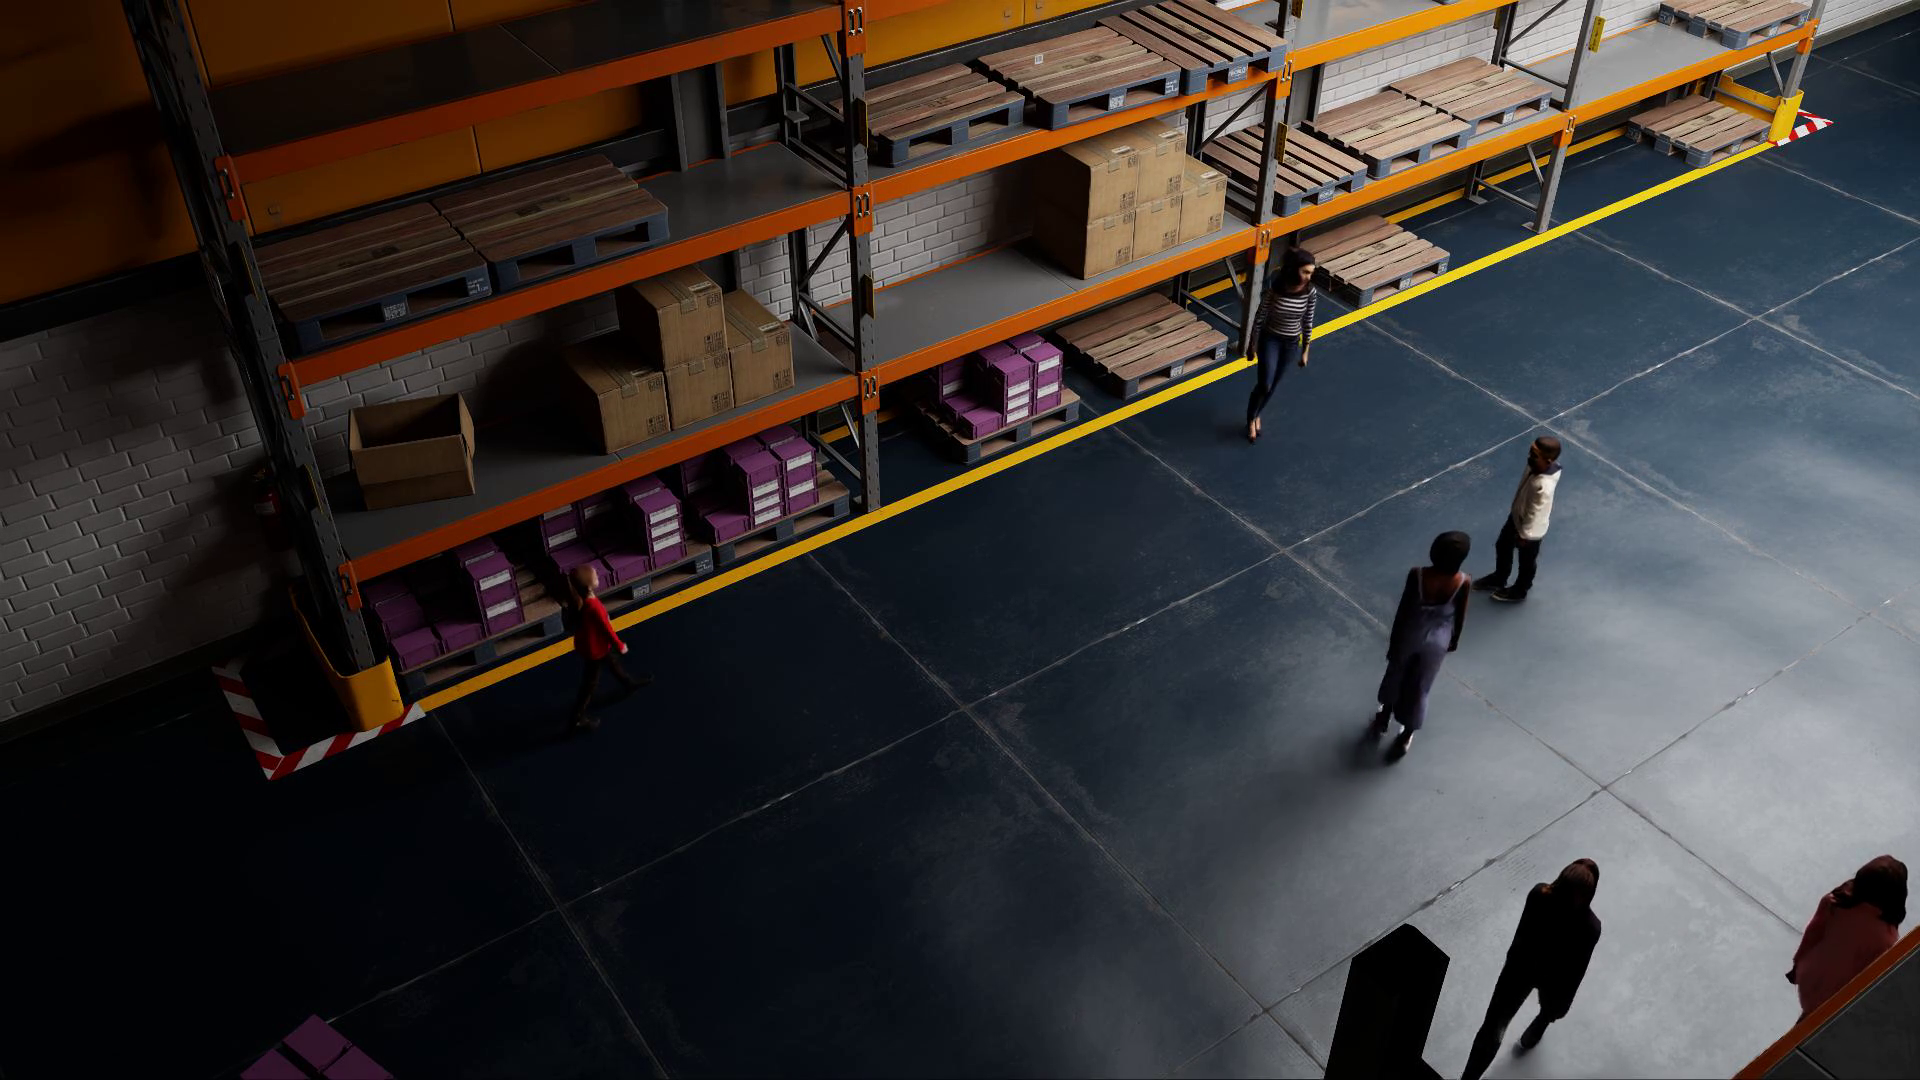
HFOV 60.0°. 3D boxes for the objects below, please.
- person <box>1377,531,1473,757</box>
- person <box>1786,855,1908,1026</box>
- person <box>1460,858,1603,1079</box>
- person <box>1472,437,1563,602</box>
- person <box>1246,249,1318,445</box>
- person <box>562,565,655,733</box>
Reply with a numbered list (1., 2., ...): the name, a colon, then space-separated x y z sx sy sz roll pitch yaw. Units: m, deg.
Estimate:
1. person: 2.952 0.692 10.672 0.791 1.666 0.866 5 39 6
2. person: 4.398 2.331 8.529 1.002 1.779 0.652 -20 43 -24
3. person: 3.094 2.254 8.719 0.745 1.662 1.253 31 48 33
4. person: 4.130 -0.144 11.895 0.787 1.446 0.742 1 39 1
5. person: 2.530 -1.561 13.412 0.704 1.767 0.807 3 39 4
6. person: -2.457 0.733 10.952 0.908 1.252 0.506 -22 44 -26
